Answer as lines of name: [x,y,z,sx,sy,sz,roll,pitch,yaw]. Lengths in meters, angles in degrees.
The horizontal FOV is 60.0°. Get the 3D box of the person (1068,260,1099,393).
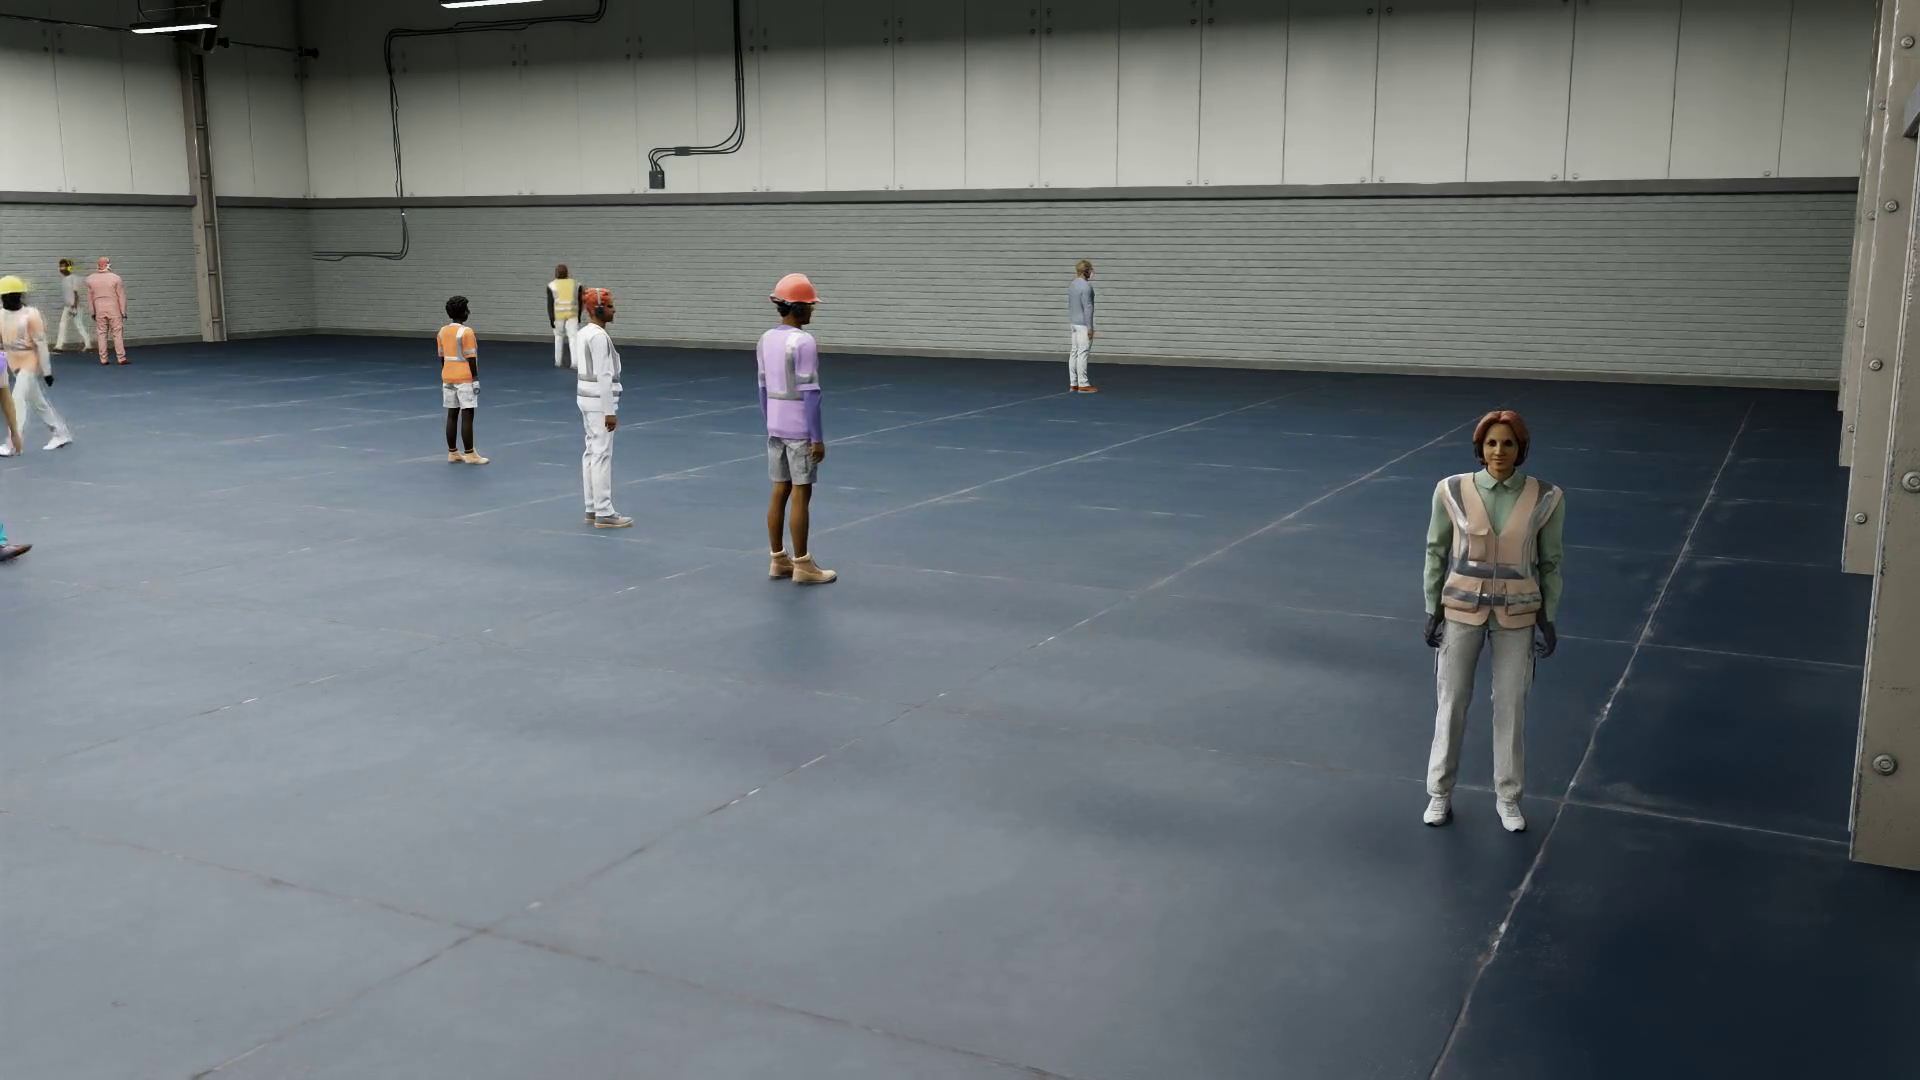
person: [1.795,-3.123,24.355,0.373,1.940,0.628,-4,11,-20]

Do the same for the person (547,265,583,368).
person: [-6.870,-3.893,28.978,0.627,1.797,0.977,-4,11,-21]

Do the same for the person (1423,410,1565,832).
person: [2.051,0.311,6.440,0.512,1.641,0.309,3,11,14]

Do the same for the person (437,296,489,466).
person: [-5.000,-1.592,16.667,0.532,1.697,0.319,8,13,36]

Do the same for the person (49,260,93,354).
person: [-17.284,-4.501,32.194,0.555,1.824,0.884,5,12,27]

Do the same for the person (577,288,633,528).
person: [-2.838,-1.040,13.147,0.353,1.883,0.573,-5,12,-26]

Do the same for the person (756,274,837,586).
person: [-1.083,-0.726,10.990,0.381,2.045,0.605,-8,13,-38]

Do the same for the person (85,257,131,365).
person: [-15.120,-4.055,29.540,0.639,1.902,0.407,-1,10,-5]

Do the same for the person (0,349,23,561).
person: [-6.912,-0.746,11.749,0.866,1.800,0.583,4,11,22]

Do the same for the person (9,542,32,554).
person: [-6.959,-0.724,11.491,0.742,1.888,0.687,-5,11,-25]

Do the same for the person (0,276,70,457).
person: [-9.876,-1.843,17.562,0.593,1.878,0.991,6,12,29]
